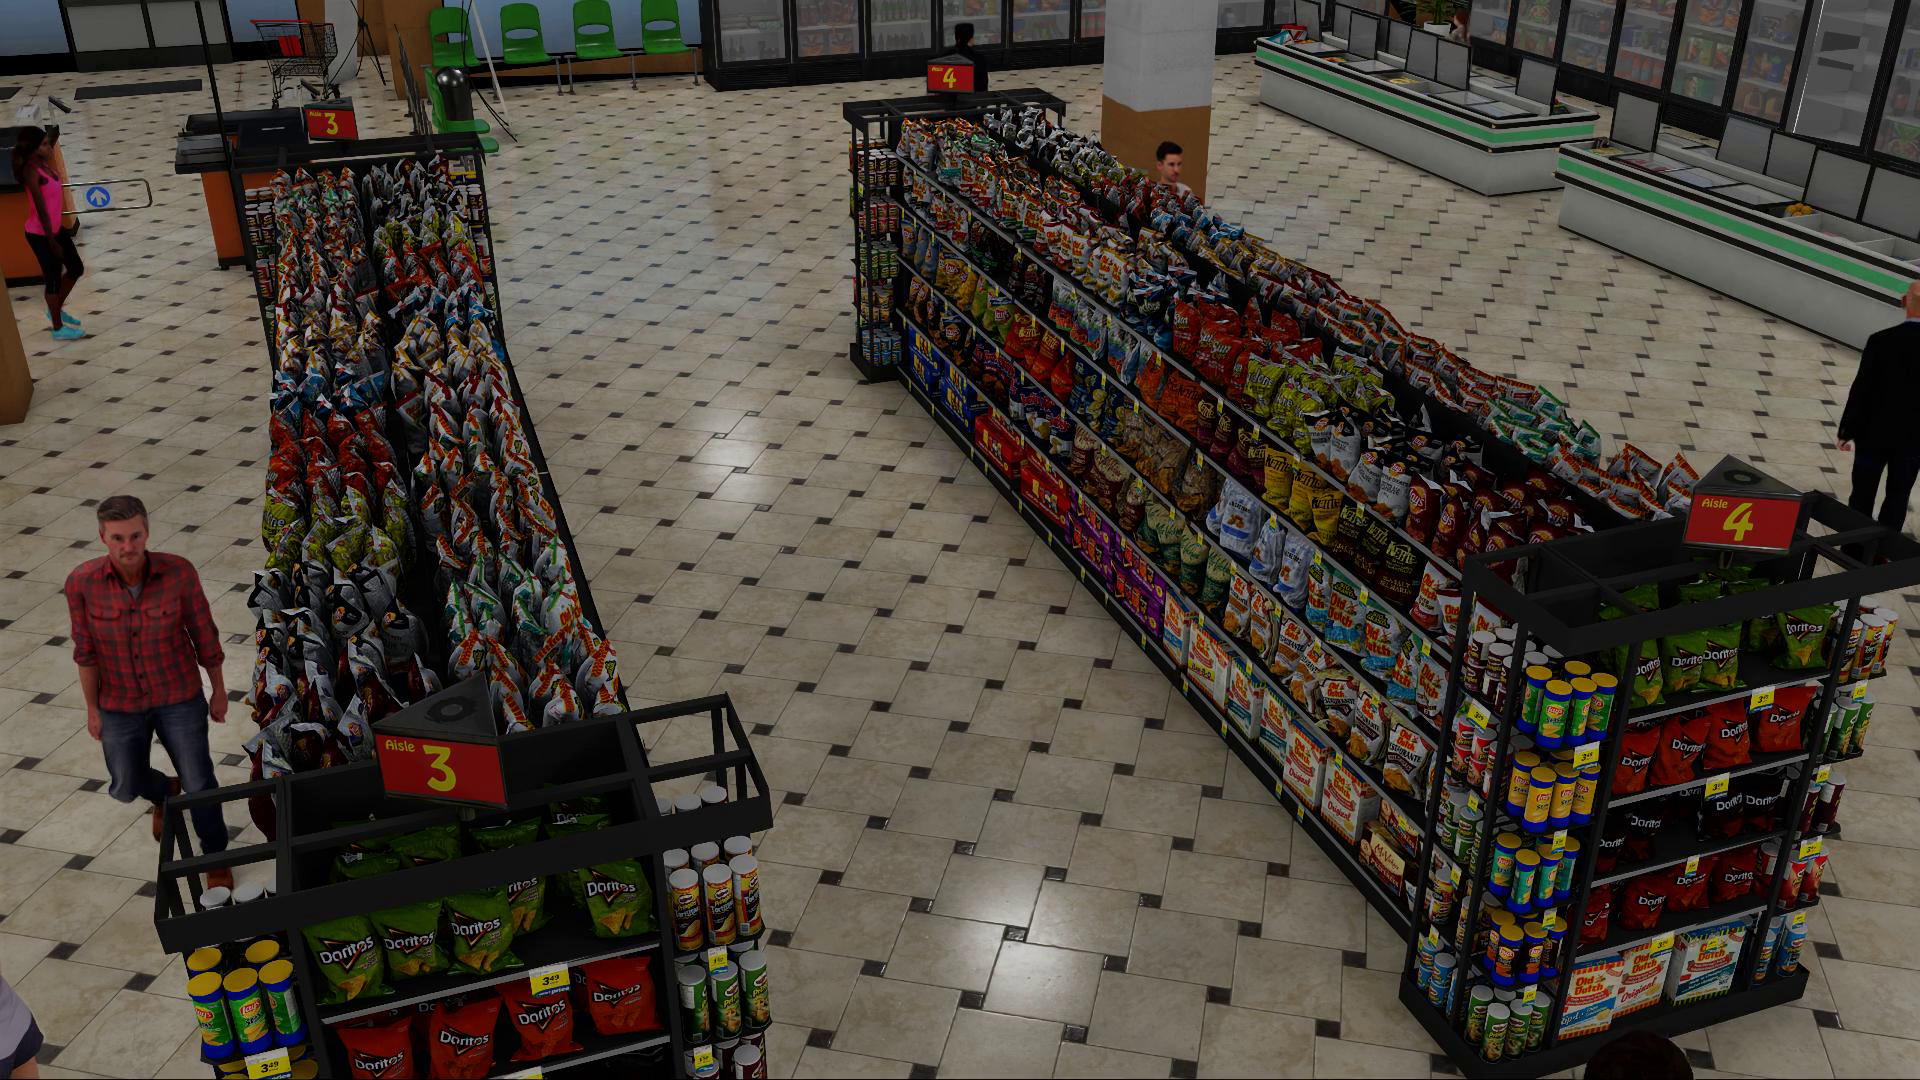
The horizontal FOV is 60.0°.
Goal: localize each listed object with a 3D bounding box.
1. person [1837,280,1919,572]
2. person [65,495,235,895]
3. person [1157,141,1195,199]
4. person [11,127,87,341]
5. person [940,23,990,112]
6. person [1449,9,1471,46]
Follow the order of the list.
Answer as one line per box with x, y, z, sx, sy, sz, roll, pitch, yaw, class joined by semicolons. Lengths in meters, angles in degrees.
5.287;-0.577;9.408;0.982;1.793;1.047;11;29;21;person
-3.402;0.627;7.009;0.708;1.817;0.874;-10;28;-18;person
1.449;-1.966;12.066;0.623;1.867;0.606;-8;28;-16;person
-7.263;-2.391;13.080;0.700;1.707;0.653;-3;27;-6;person
0.006;-4.462;17.223;1.046;1.654;1.102;12;29;22;person
6.266;-5.995;20.775;0.609;1.175;0.792;-20;33;-34;person
